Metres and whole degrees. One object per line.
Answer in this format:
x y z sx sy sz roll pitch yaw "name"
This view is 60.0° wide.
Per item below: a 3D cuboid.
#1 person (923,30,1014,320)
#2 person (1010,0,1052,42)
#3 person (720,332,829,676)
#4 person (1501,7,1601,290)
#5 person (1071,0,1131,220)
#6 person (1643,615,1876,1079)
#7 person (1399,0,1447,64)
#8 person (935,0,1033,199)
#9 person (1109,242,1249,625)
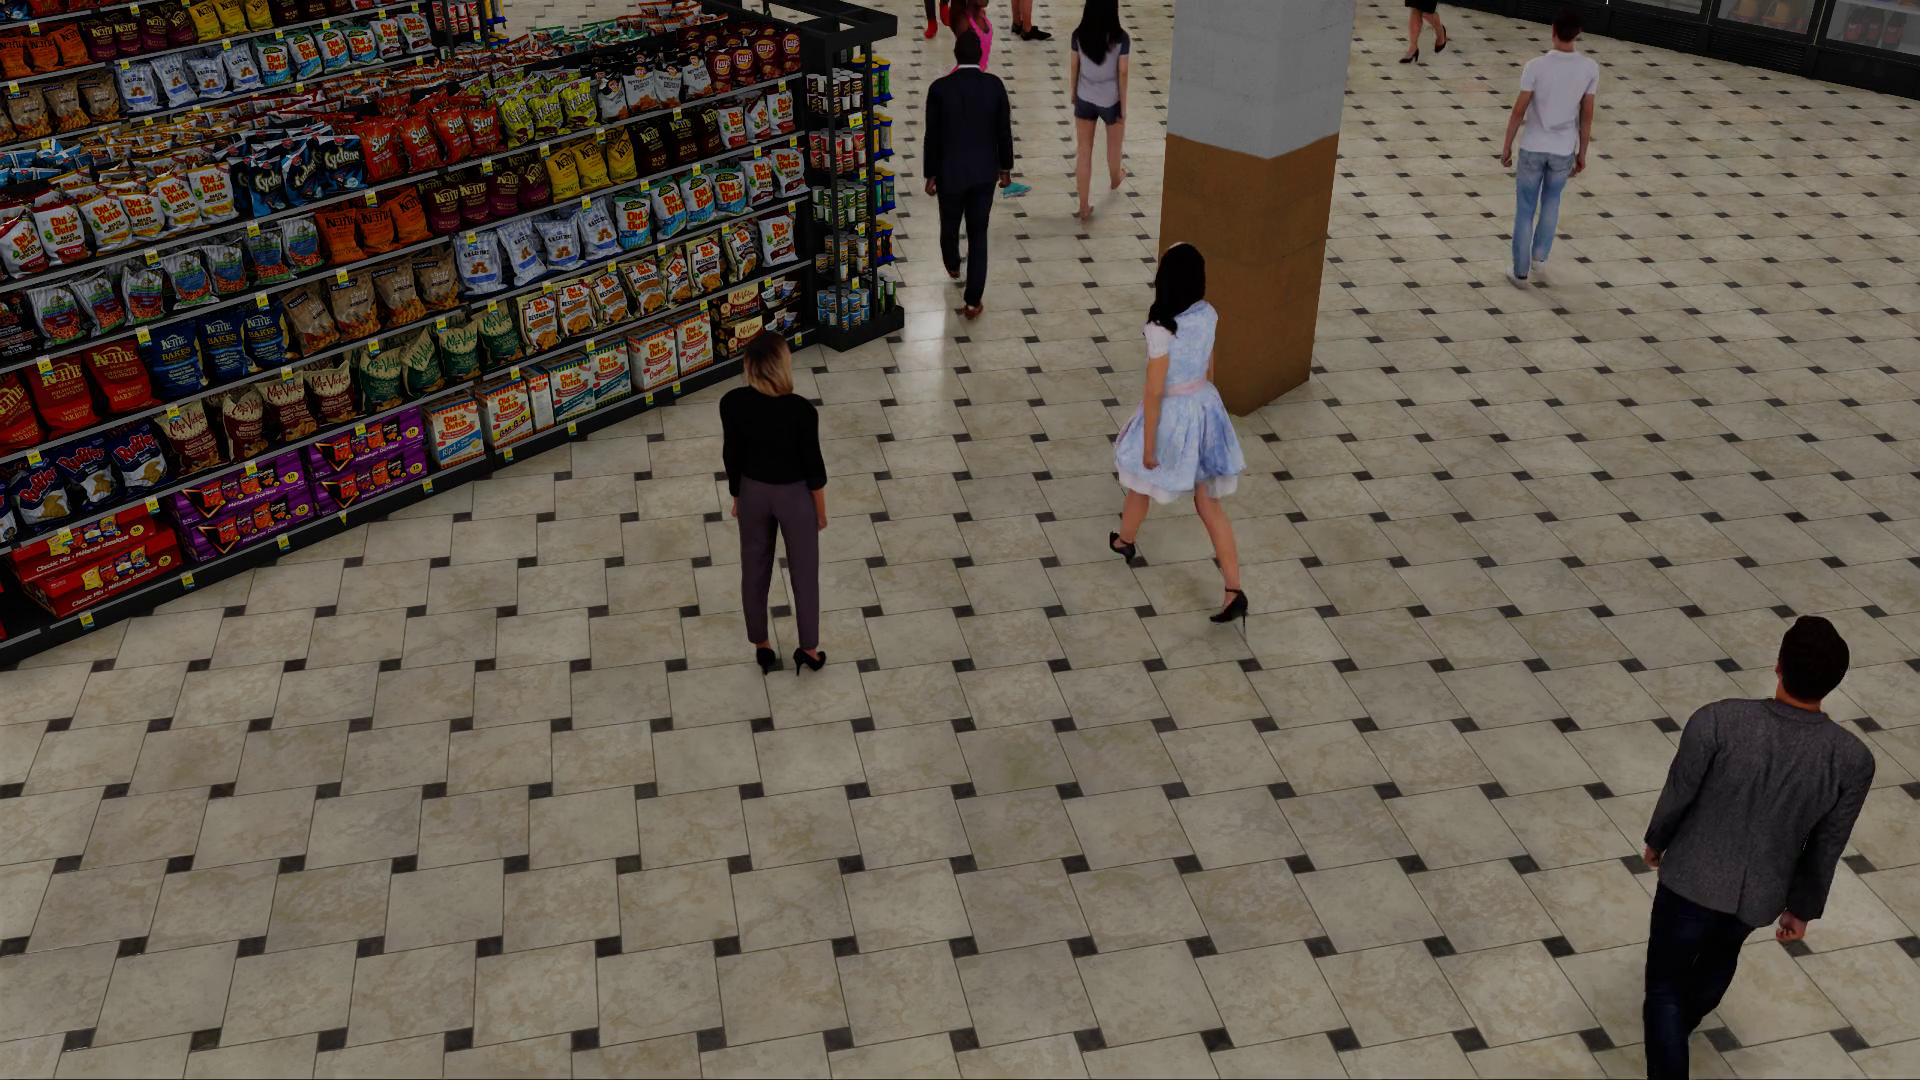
0.046 -2.272 10.581 1.173 1.786 1.241 0 32 0 "person"
0.664 -5.885 16.318 0.727 1.861 0.765 -11 34 -17 "person"
-0.804 -0.131 7.249 0.688 1.671 0.709 7 32 10 "person"
3.885 -2.527 10.943 0.806 1.837 0.858 2 32 3 "person"
0.986 -3.166 12.127 0.933 1.671 1.145 10 33 15 "person"
2.356 1.097 5.114 1.083 1.841 1.293 7 33 12 "person"
4.445 -5.319 15.593 0.820 1.665 0.768 -21 37 -29 "person"
-0.021 -3.372 12.445 0.735 1.685 1.005 21 38 30 "person"
1.076 -0.410 7.620 1.227 1.754 0.915 -21 38 -30 "person"
